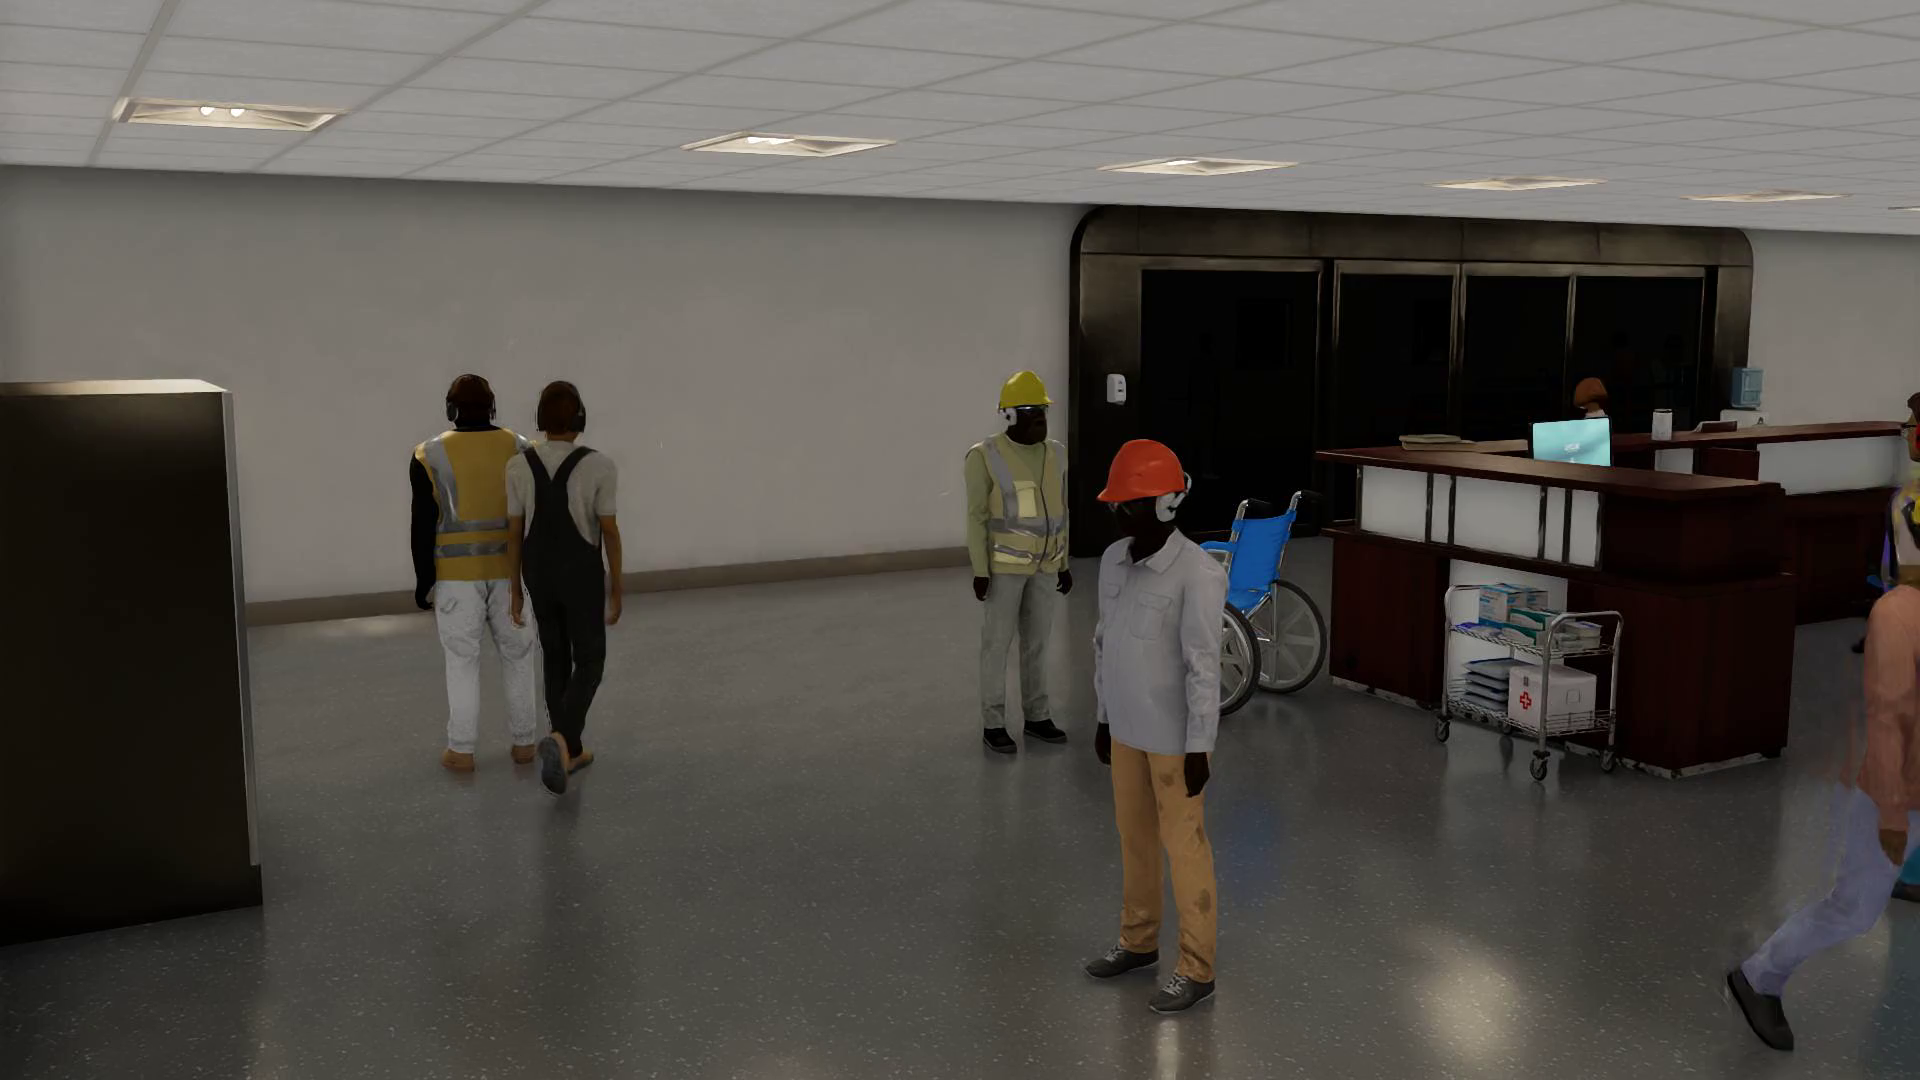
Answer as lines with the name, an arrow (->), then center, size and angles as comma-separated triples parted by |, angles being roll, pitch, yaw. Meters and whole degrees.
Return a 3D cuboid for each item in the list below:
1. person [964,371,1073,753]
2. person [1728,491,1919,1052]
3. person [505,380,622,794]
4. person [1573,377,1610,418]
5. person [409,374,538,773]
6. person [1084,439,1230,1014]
person -> 0.306, 0.101, 8.081 | 0.590, 1.837, 0.403 | -5, 10, -34
person -> 2.533, 0.653, 4.479 | 0.519, 1.737, 0.870 | -4, 9, -25
person -> -1.762, 0.211, 7.354 | 0.512, 1.826, 0.766 | 1, 8, 5
person -> 4.863, -0.449, 12.906 | 0.376, 1.608, 0.547 | 3, 8, 20
person -> -2.223, 0.155, 7.703 | 0.622, 1.838, 0.429 | -4, 9, -29
person -> 0.577, 0.559, 5.108 | 0.361, 1.742, 0.563 | -5, 9, -31
